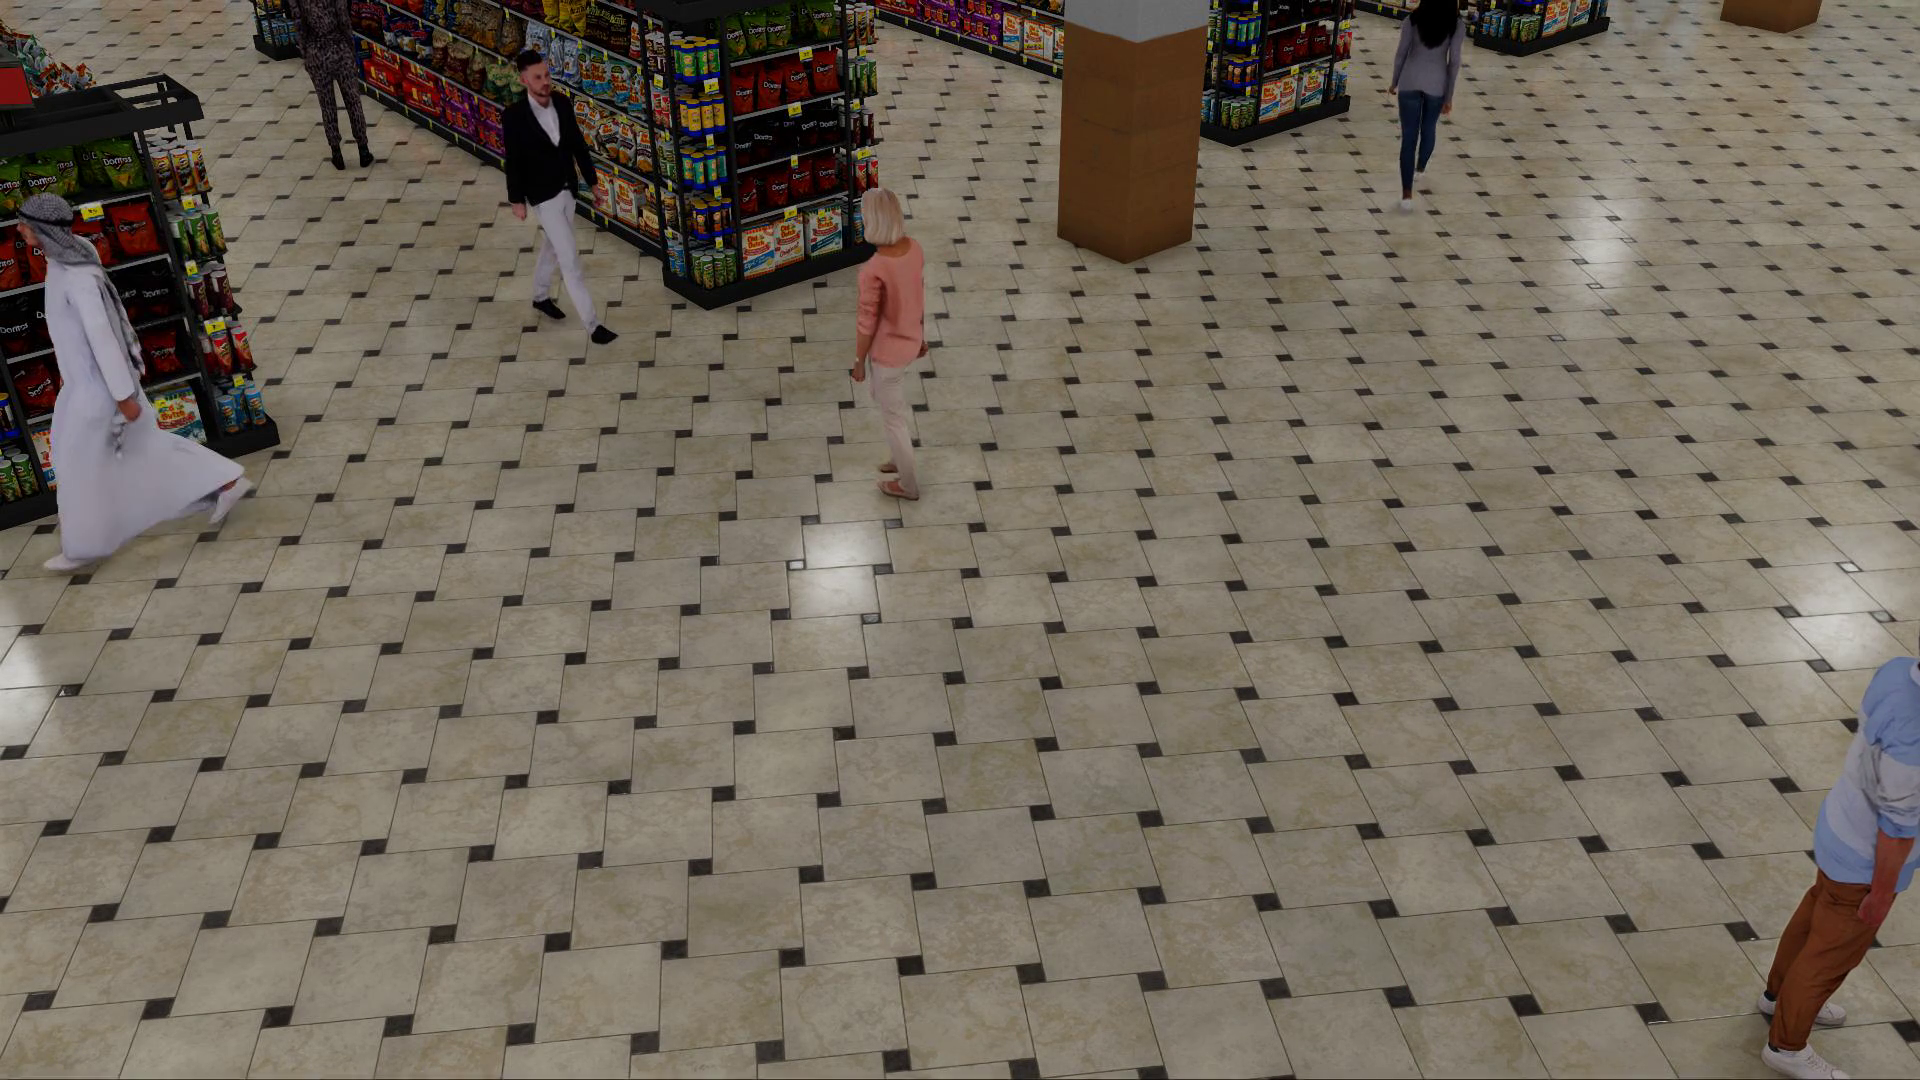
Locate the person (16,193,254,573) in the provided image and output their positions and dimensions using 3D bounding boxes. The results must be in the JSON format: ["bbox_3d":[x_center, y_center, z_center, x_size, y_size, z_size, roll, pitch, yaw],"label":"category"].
[{"bbox_3d":[-4.078,-0.787,8.092,0.889,1.892,1.252,-16,35,-24],"label":"person"}]

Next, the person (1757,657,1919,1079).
[{"bbox_3d":[2.923,0.964,5.341,0.742,1.826,0.769,12,34,19],"label":"person"}]

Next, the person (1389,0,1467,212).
[{"bbox_3d":[3.410,-3.269,12.269,1.141,1.693,1.131,6,32,9],"label":"person"}]

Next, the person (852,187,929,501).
[{"bbox_3d":[-0.275,-0.965,8.549,0.708,1.711,0.689,20,37,28],"label":"person"}]

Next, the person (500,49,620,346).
[{"bbox_3d":[-2.580,-2.136,10.361,1.264,1.786,0.821,23,39,32],"label":"person"}]

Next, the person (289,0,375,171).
[{"bbox_3d":[-4.950,-3.776,13.063,0.660,1.716,0.680,-9,33,-14],"label":"person"}]
